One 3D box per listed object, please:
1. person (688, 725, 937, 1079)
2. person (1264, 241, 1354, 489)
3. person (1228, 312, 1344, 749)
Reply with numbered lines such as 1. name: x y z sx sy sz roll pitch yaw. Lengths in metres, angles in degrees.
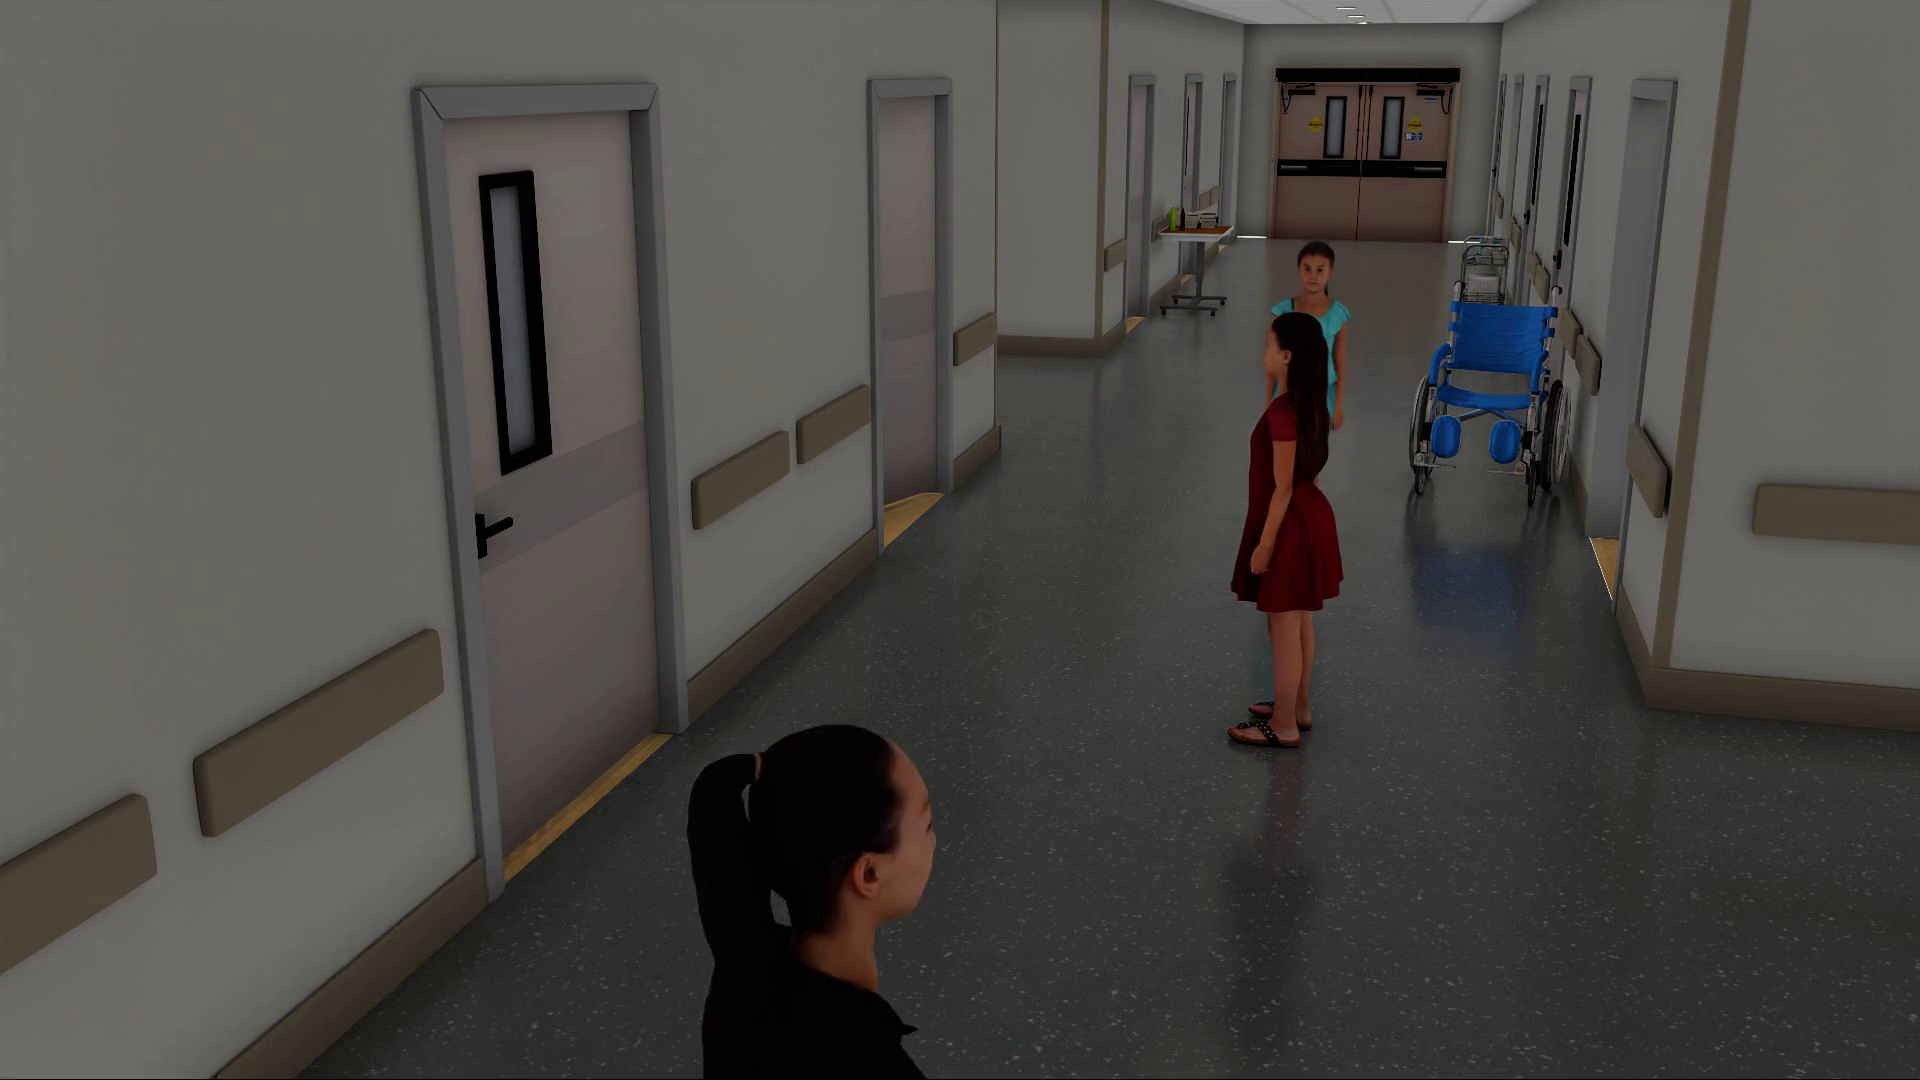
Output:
1. person: -0.199 1.029 1.860 0.998 1.694 0.963 -8 18 -26
2. person: 1.723 -0.710 8.285 0.548 1.554 0.551 4 16 15
3. person: 1.172 -0.039 5.905 0.655 1.553 0.595 8 18 26
